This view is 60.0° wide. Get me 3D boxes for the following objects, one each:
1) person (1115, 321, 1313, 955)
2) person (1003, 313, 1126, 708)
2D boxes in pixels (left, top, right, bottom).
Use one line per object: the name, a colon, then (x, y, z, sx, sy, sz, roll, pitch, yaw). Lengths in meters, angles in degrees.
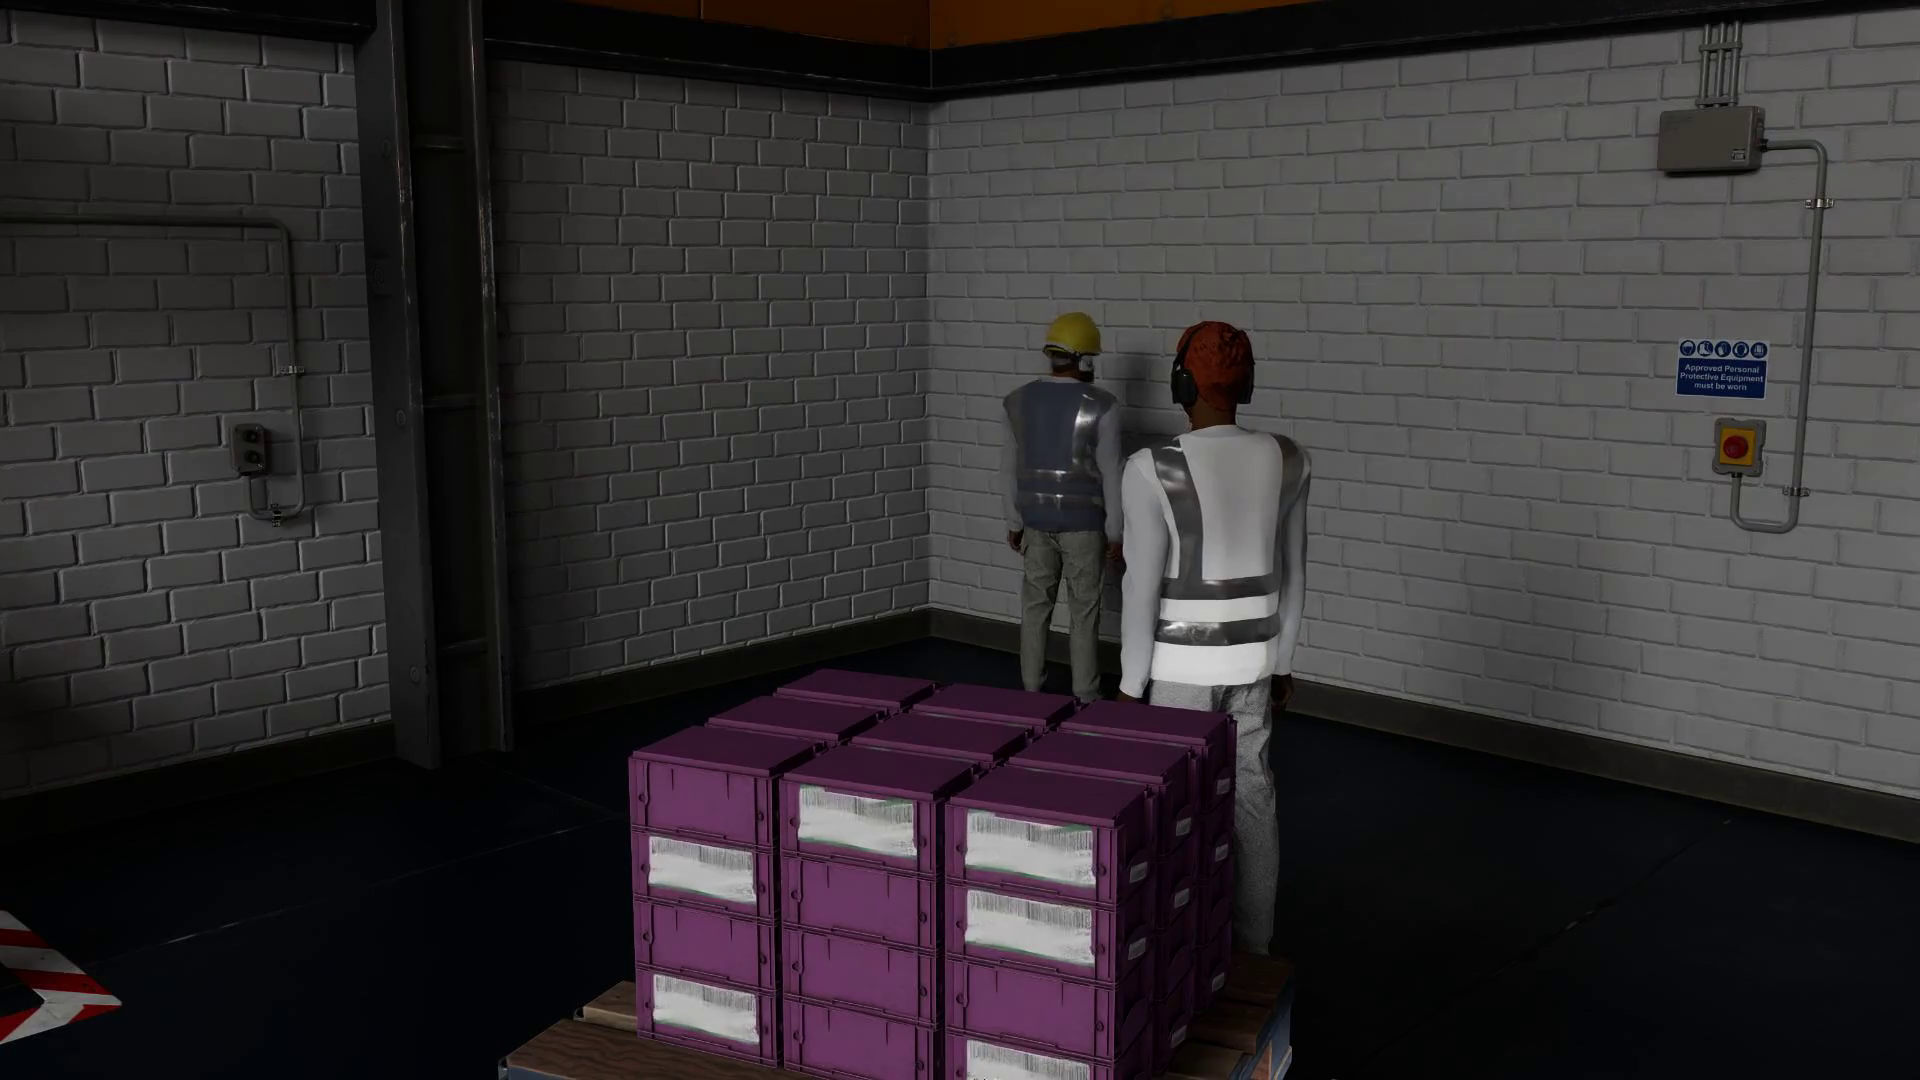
person: (0.680, 0.349, 4.560, 0.575, 1.882, 0.355, -4, 10, -24)
person: (0.482, -0.094, 7.455, 0.613, 1.825, 0.403, 6, 11, 32)
